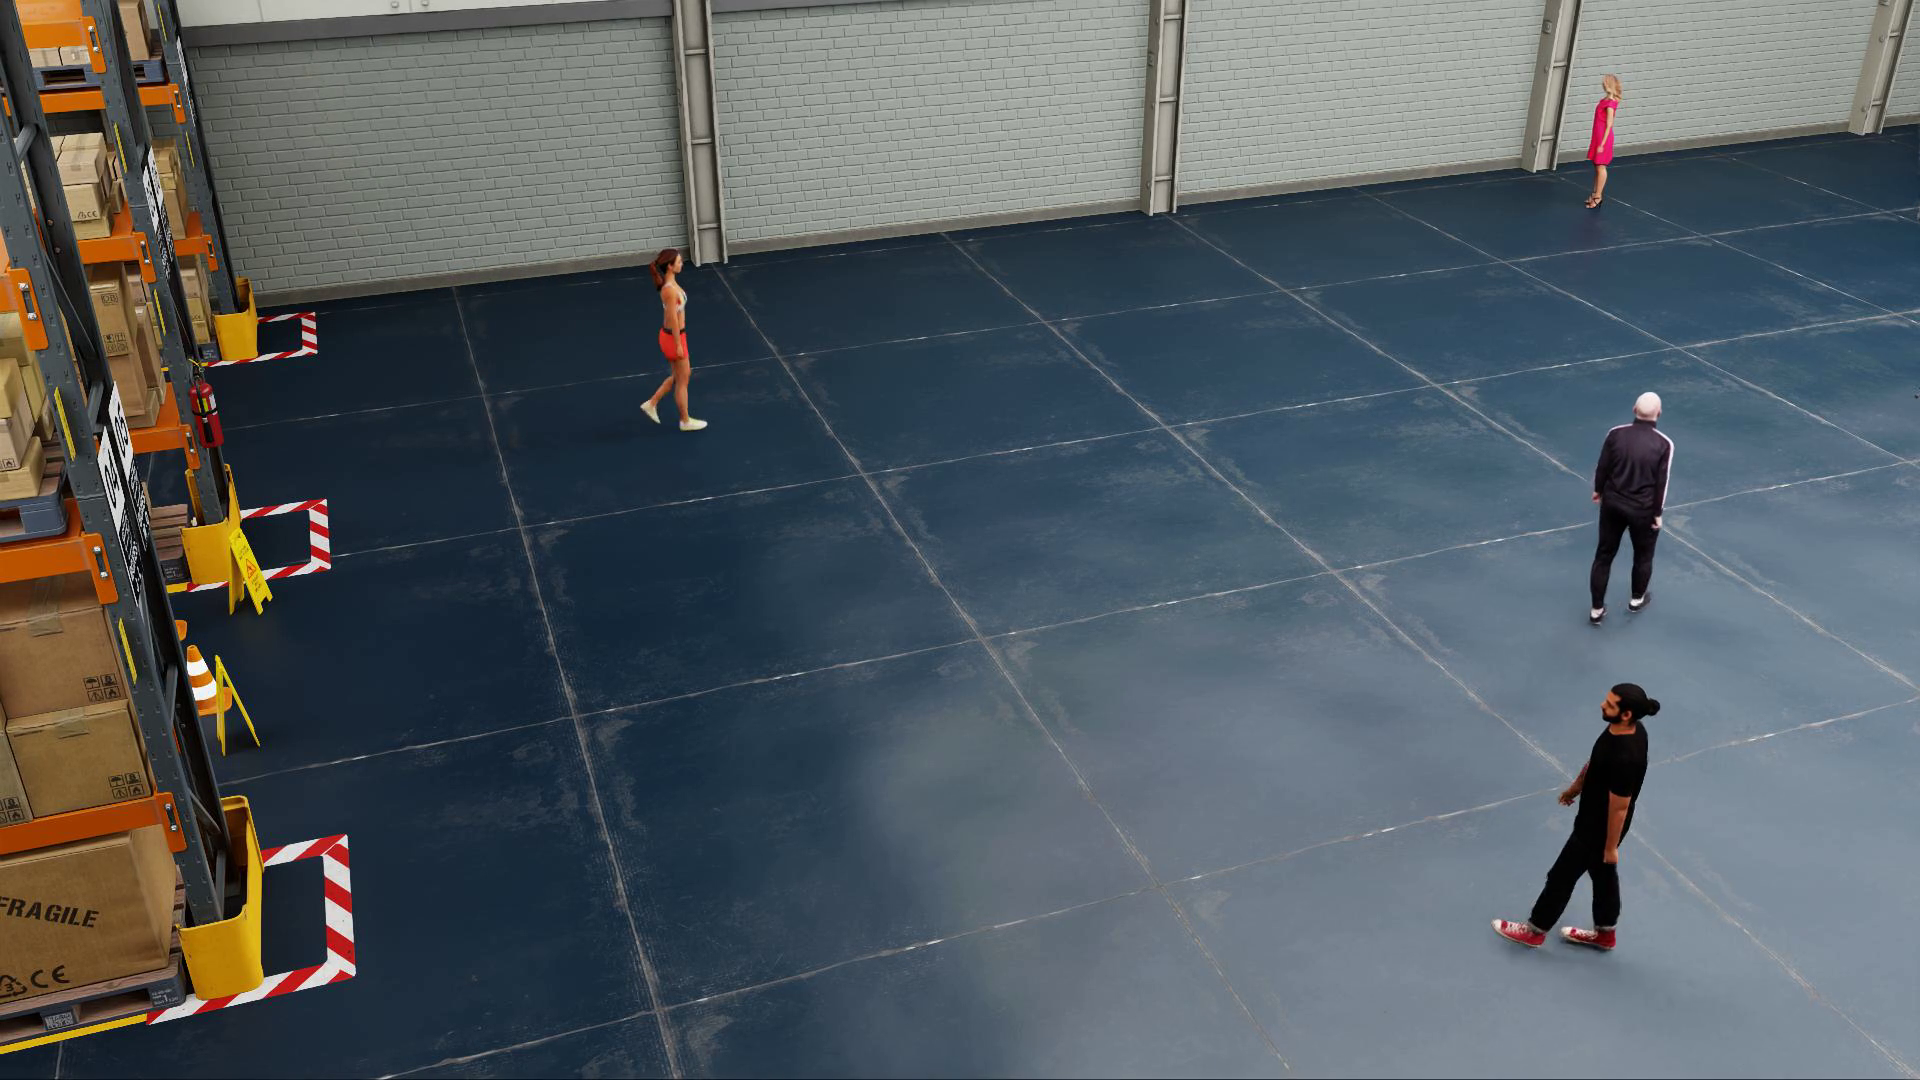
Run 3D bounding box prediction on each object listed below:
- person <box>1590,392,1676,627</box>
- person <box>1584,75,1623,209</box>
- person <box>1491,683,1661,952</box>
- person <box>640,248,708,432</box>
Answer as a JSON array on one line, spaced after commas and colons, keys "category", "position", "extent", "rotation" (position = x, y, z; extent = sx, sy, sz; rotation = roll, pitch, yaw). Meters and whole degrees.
[{"category": "person", "position": [4.854, -0.176, 12.161], "extent": [0.957, 1.814, 1.042], "rotation": [20, 34, 33]}, {"category": "person", "position": [8.413, -5.218, 21.720], "extent": [0.702, 1.727, 0.666], "rotation": [7, 29, 14]}, {"category": "person", "position": [3.561, 1.536, 9.024], "extent": [1.022, 1.740, 0.952], "rotation": [11, 30, 20]}, {"category": "person", "position": [-2.702, -1.809, 15.260], "extent": [0.841, 1.782, 0.621], "rotation": [-8, 29, -14]}]
